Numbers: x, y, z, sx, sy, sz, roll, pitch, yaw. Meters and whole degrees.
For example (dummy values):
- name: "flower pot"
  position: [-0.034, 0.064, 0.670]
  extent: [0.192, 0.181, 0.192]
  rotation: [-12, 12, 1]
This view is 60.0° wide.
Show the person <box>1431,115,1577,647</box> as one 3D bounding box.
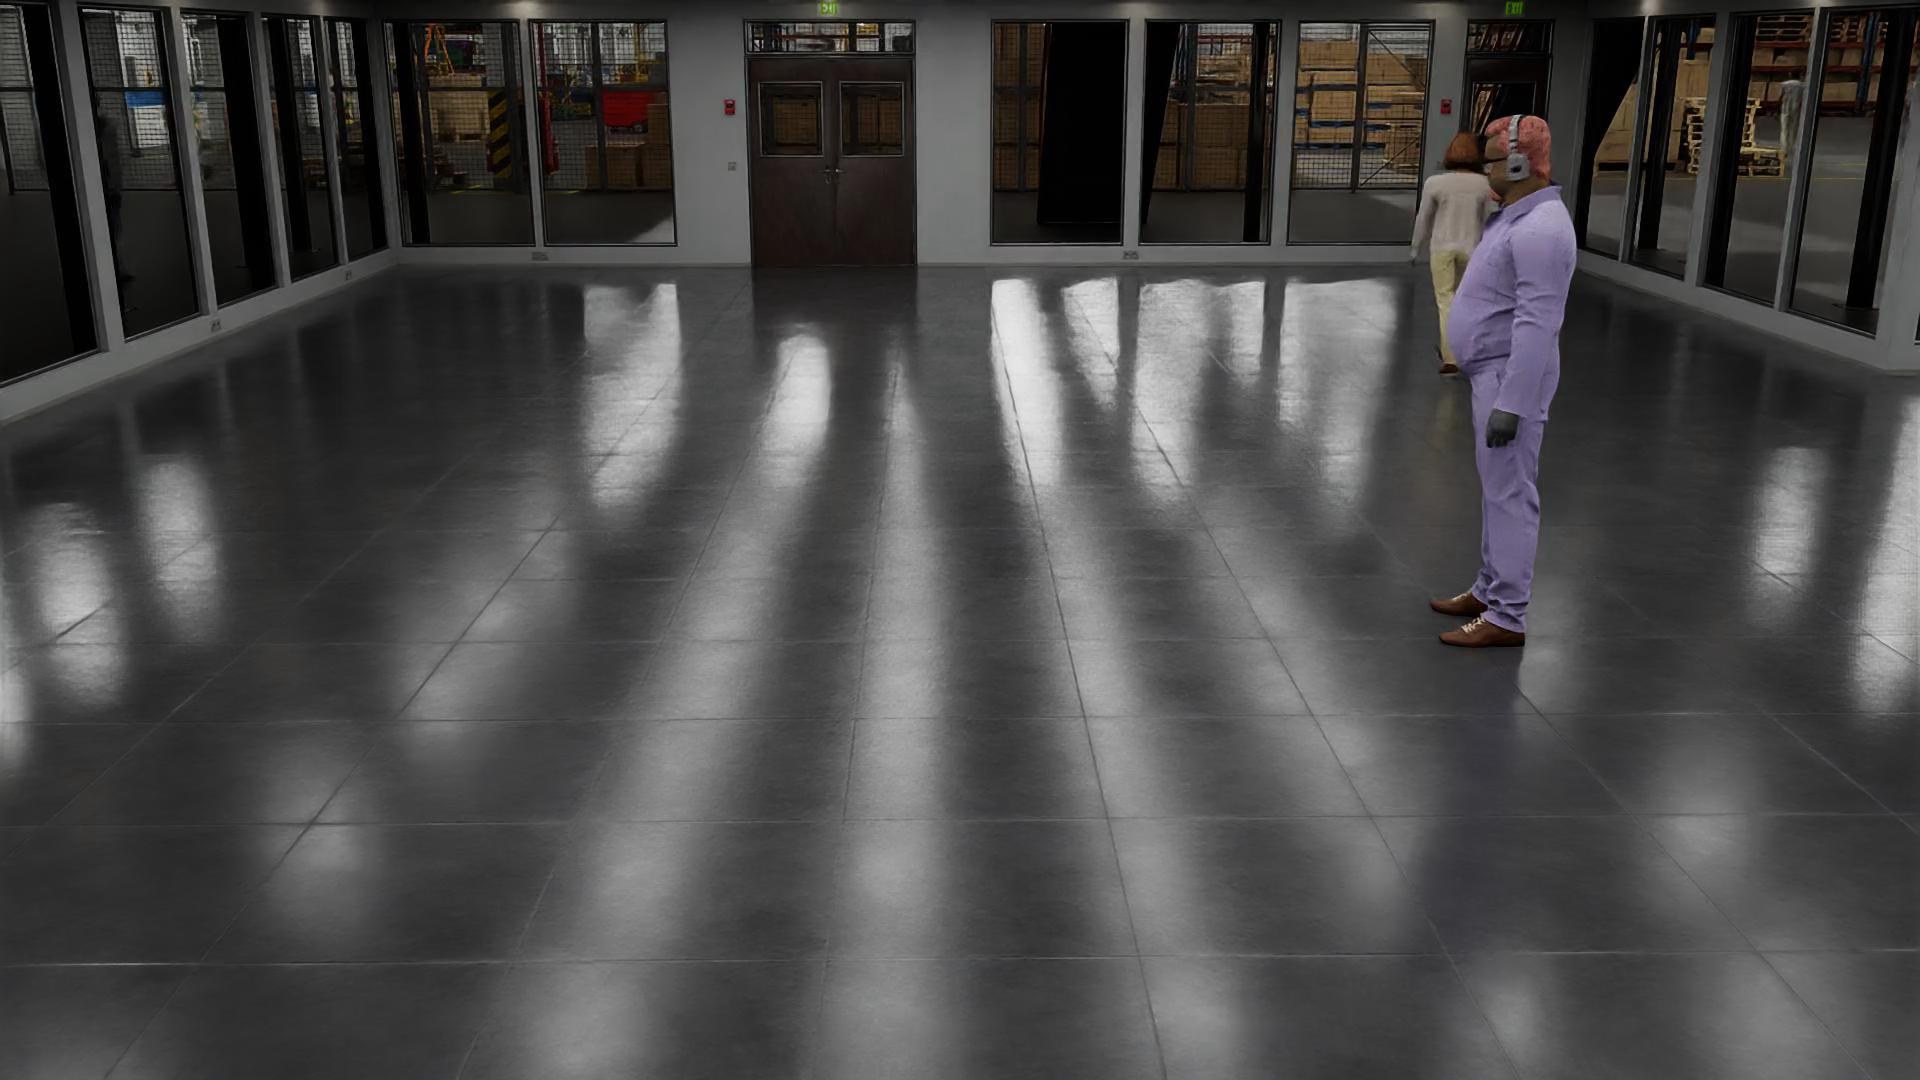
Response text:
- name: "person"
  position: [1.950, -0.554, 6.001]
  extent: [0.406, 1.902, 0.636]
  rotation: [4, 17, 13]

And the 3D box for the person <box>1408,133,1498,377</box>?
- name: "person"
  position: [3.310, -1.913, 11.186]
  extent: [0.515, 1.569, 0.860]
  rotation: [0, 16, 2]
